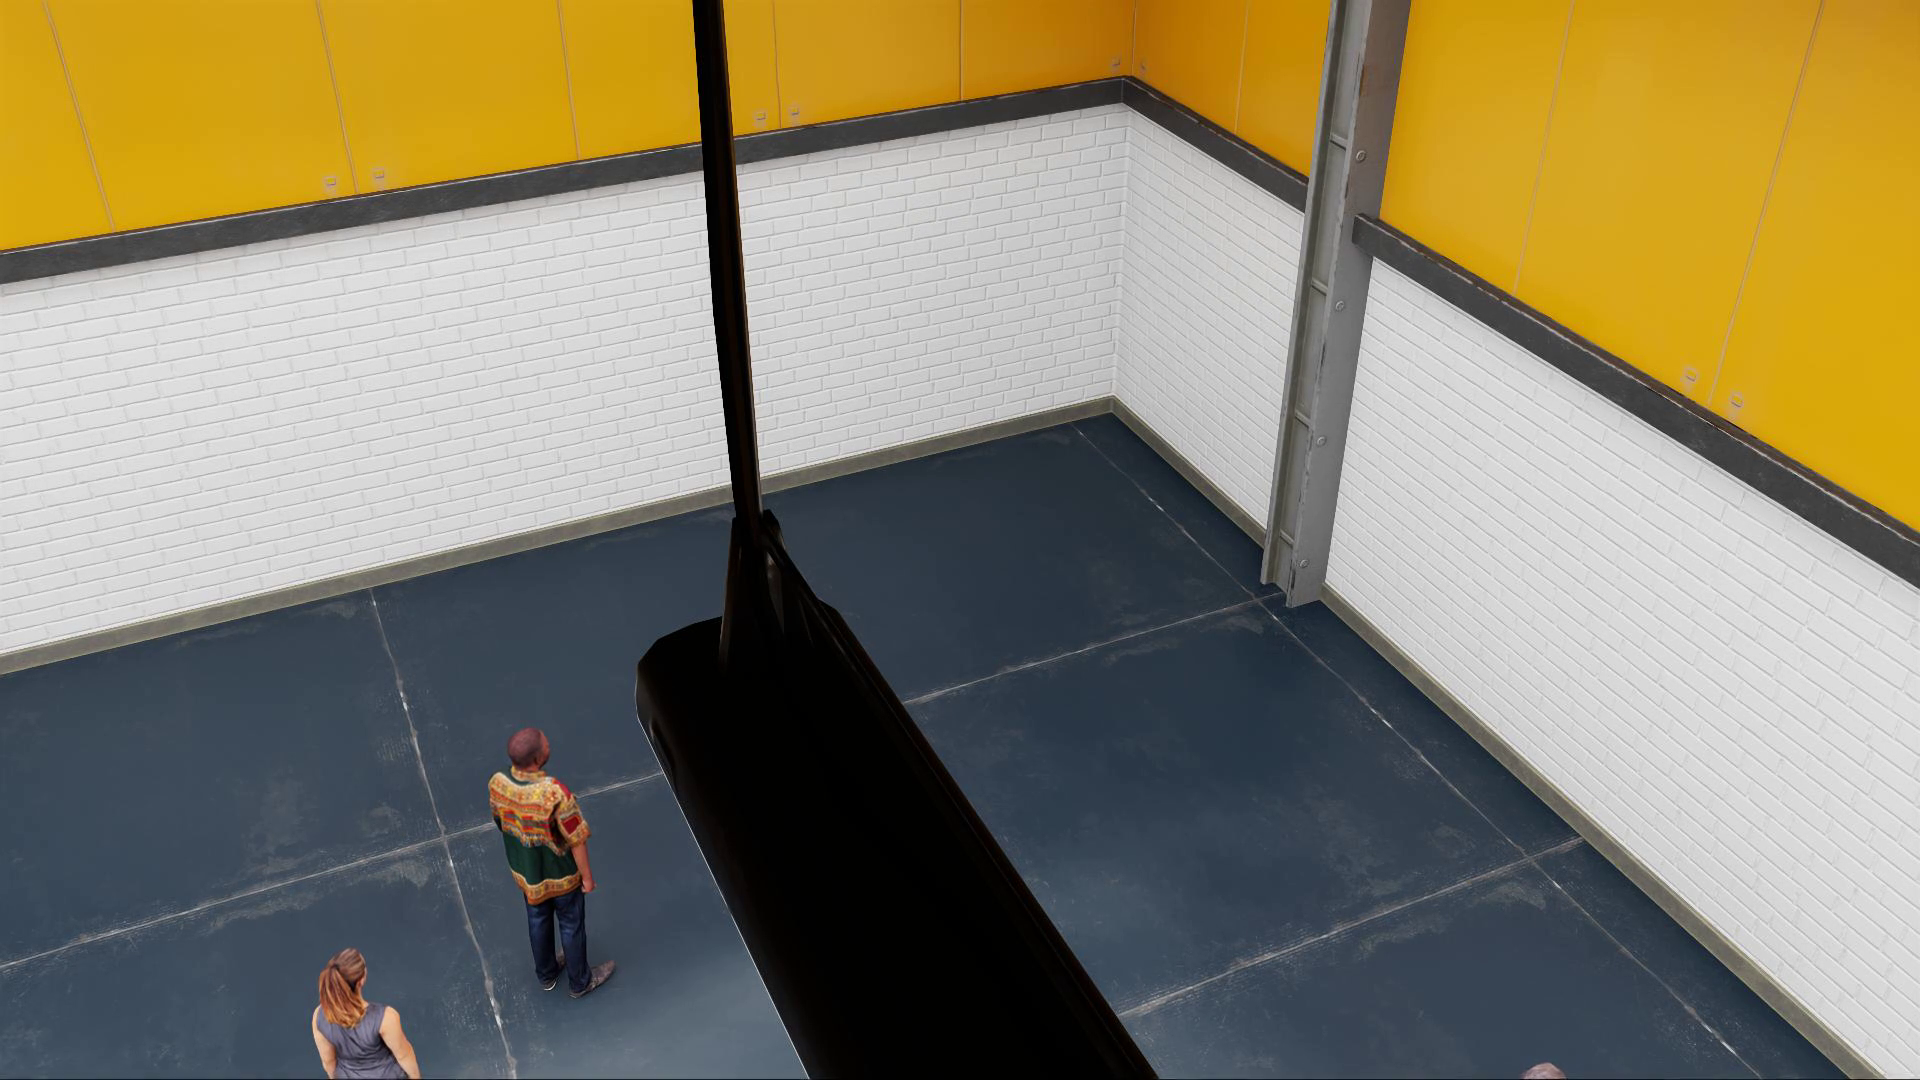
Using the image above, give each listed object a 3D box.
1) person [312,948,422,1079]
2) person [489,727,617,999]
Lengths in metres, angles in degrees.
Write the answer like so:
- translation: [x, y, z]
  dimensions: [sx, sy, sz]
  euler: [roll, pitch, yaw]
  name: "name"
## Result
- translation: [-2.715, 2.551, 7.737]
  dimensions: [0.649, 1.725, 0.659]
  euler: [0, 34, 0]
  name: "person"
- translation: [-2.210, 1.729, 8.899]
  dimensions: [0.818, 1.807, 0.885]
  euler: [13, 36, 19]
  name: "person"
